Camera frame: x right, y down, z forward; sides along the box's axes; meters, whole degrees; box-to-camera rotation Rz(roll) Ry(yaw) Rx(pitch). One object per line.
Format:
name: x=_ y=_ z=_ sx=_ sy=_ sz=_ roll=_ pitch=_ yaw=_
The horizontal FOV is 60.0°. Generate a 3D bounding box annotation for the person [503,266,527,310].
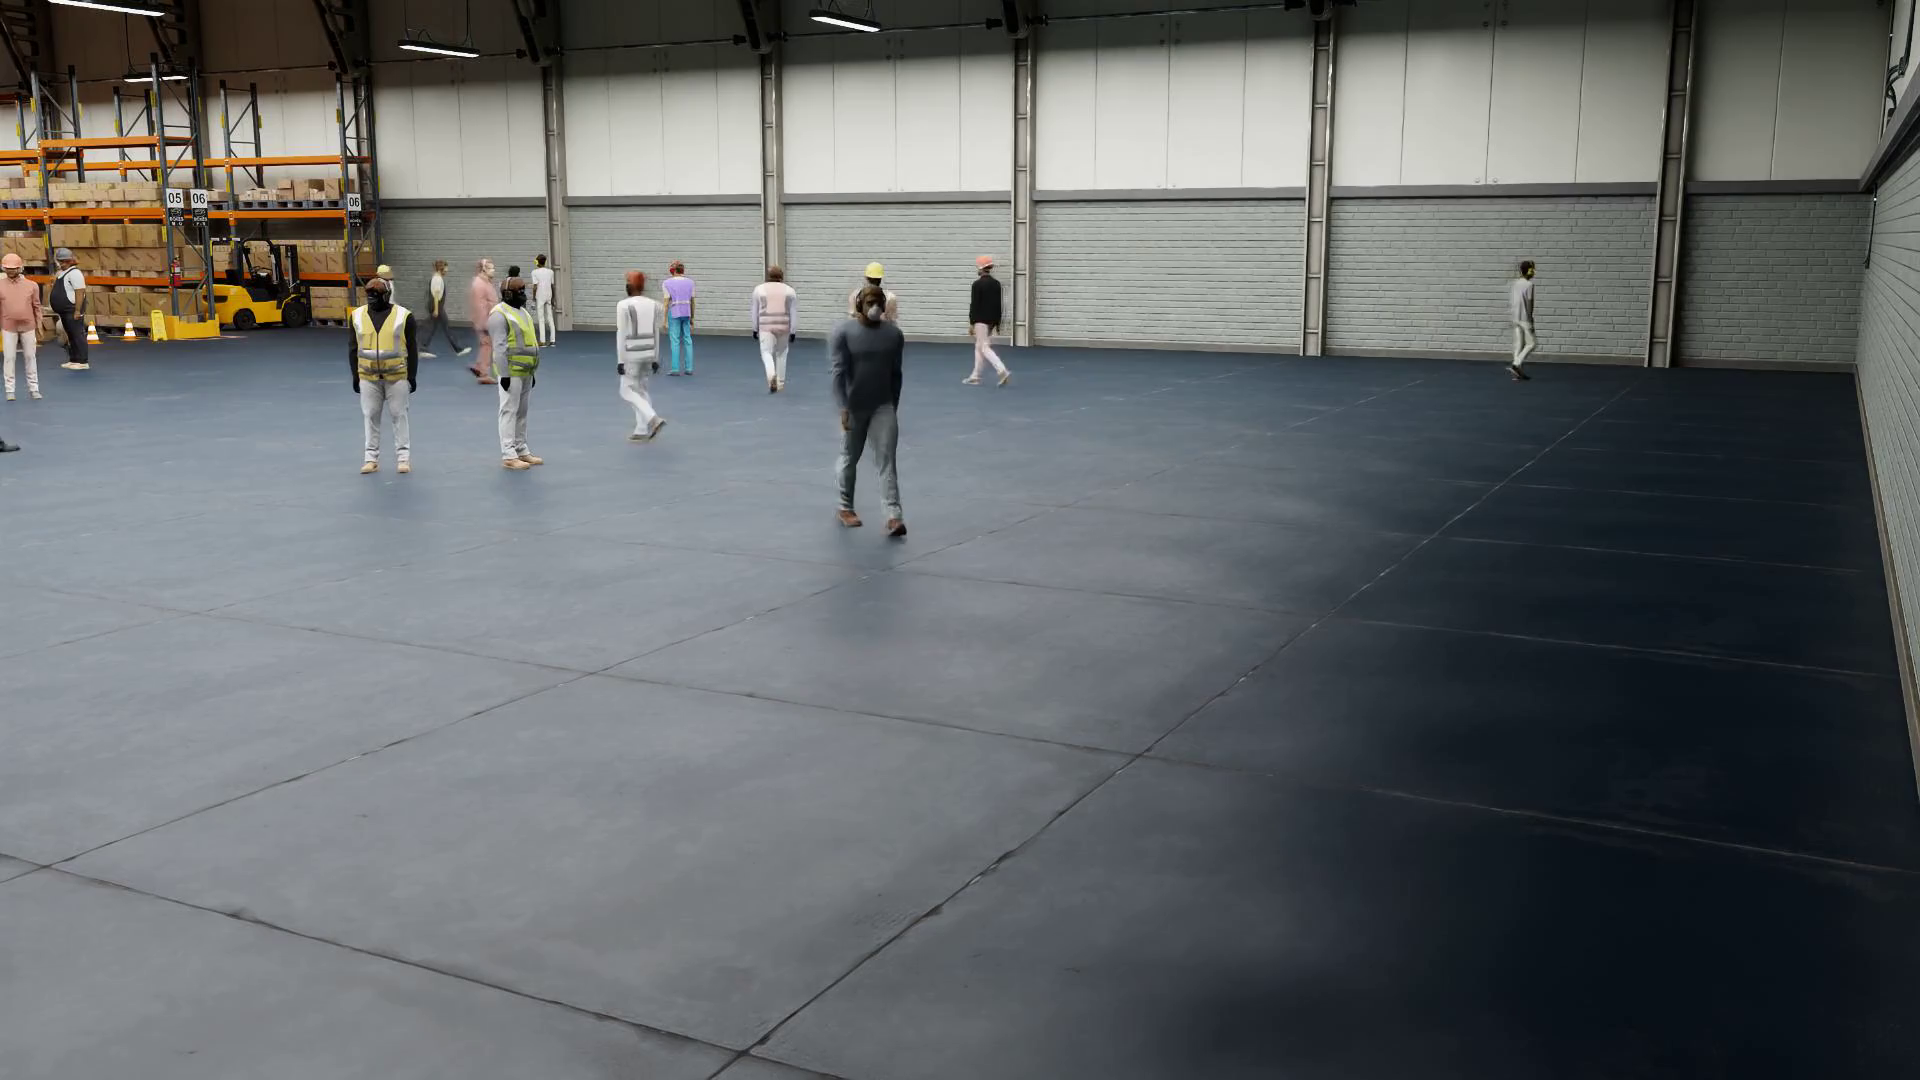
person: x=-8.419 y=-4.369 z=31.601 sx=0.555 sy=1.645 sz=0.856 roll=2 pitch=11 yaw=13

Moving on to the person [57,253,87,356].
person: x=-16.459 y=-4.356 z=30.815 sx=0.400 sy=1.923 sz=0.576 roll=-1 pitch=10 yaw=-4

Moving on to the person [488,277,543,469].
person: x=-4.283 y=-1.614 z=16.089 sx=0.429 sy=1.845 sz=0.621 roll=2 pitch=11 yaw=10

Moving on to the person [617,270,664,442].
person: x=-3.414 y=-1.955 z=17.869 sx=0.580 sy=1.872 sz=0.575 roll=7 pitch=13 yaw=35

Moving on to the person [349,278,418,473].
person: x=-5.441 y=-1.544 z=15.716 sx=0.624 sy=1.841 sz=0.430 roll=-1 pitch=10 yaw=-7

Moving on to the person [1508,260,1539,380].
person: x=8.729 y=-3.383 z=25.702 sx=0.399 sy=1.855 sz=0.562 roll=-3 pitch=11 yaw=-13

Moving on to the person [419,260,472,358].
person: x=-9.480 y=-4.206 z=30.392 sx=0.964 sy=1.775 sz=0.574 roll=-6 pitch=12 yaw=-29

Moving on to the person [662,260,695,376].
person: x=-4.490 y=-3.546 z=26.613 sx=0.569 sy=1.845 sz=0.385 roll=-8 pitch=13 yaw=-39

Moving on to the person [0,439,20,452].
person: x=-10.305 y=-1.788 z=16.980 sx=0.992 sy=1.881 sz=0.562 roll=-8 pitch=13 yaw=-36

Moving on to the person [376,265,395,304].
person: x=-10.119 y=-3.991 z=29.384 sx=0.396 sy=1.720 sz=0.493 roll=-3 pitch=11 yaw=-17

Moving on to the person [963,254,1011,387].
person: x=0.415 y=-3.262 z=24.759 sx=0.920 sy=1.963 sz=0.623 roll=8 pitch=13 yaw=37

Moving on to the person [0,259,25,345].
person: x=-18.119 y=-4.487 z=31.778 sx=0.587 sy=1.833 sz=0.404 roll=-7 pitch=13 yaw=-34

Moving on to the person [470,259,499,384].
person: x=-7.141 y=-3.284 z=25.078 sx=0.443 sy=1.892 sz=0.650 roll=0 pitch=10 yaw=-1

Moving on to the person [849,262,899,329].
person: x=-1.044 y=-2.408 z=20.216 sx=0.620 sy=1.911 sz=0.421 roll=-2 pitch=11 yaw=-12

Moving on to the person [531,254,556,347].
person: x=-8.407 y=-4.827 z=33.548 sx=0.533 sy=1.864 sz=0.311 roll=-10 pitch=14 yaw=-44

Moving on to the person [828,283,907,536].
person: x=-0.699 y=-0.985 z=12.549 sx=0.635 sy=1.893 sz=1.008 roll=-4 pitch=11 yaw=-23

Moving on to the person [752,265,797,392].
person: x=-2.653 y=-3.026 z=23.863 sx=0.634 sy=1.817 sz=0.765 roll=-2 pitch=11 yaw=-13

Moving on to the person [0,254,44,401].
person: x=-12.849 y=-2.901 z=22.697 sx=0.612 sy=1.991 sz=0.392 roll=-7 pitch=13 yaw=-35

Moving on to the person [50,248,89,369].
person: x=-14.964 y=-3.881 z=27.909 sx=0.537 sy=2.000 sz=0.689 roll=-10 pitch=14 yaw=-43
